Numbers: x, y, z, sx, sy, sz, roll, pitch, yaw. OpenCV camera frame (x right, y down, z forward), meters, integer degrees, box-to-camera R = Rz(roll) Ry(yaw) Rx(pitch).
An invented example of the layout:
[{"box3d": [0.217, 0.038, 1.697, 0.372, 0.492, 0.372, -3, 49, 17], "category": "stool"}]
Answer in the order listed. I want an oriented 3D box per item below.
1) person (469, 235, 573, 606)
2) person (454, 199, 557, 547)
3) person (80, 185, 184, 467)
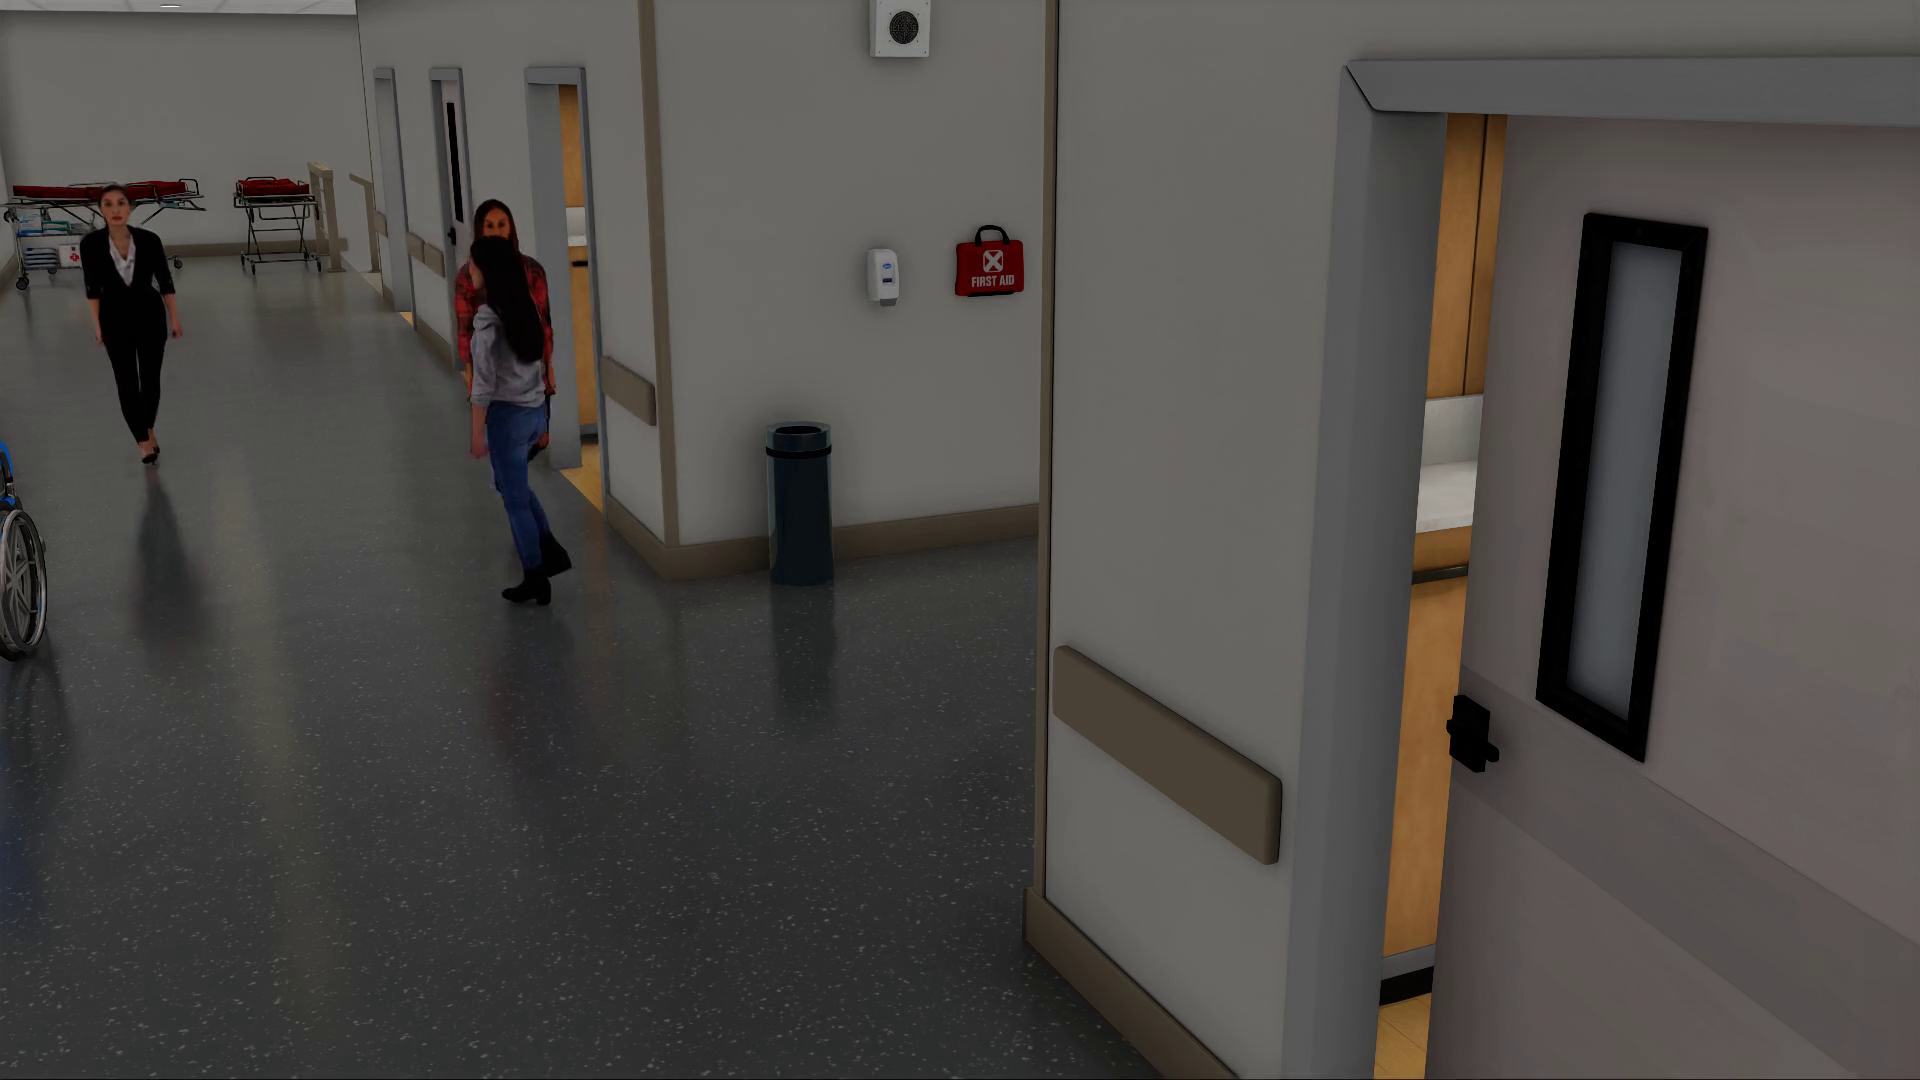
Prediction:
[{"box3d": [-1.849, -0.502, 7.211, 0.796, 1.621, 0.720, 4, 16, 14], "category": "person"}, {"box3d": [-2.228, -0.815, 8.201, 0.635, 1.687, 0.905, -8, 18, -27], "category": "person"}, {"box3d": [-4.911, -1.255, 9.892, 0.713, 1.617, 1.085, -10, 19, -32], "category": "person"}]
